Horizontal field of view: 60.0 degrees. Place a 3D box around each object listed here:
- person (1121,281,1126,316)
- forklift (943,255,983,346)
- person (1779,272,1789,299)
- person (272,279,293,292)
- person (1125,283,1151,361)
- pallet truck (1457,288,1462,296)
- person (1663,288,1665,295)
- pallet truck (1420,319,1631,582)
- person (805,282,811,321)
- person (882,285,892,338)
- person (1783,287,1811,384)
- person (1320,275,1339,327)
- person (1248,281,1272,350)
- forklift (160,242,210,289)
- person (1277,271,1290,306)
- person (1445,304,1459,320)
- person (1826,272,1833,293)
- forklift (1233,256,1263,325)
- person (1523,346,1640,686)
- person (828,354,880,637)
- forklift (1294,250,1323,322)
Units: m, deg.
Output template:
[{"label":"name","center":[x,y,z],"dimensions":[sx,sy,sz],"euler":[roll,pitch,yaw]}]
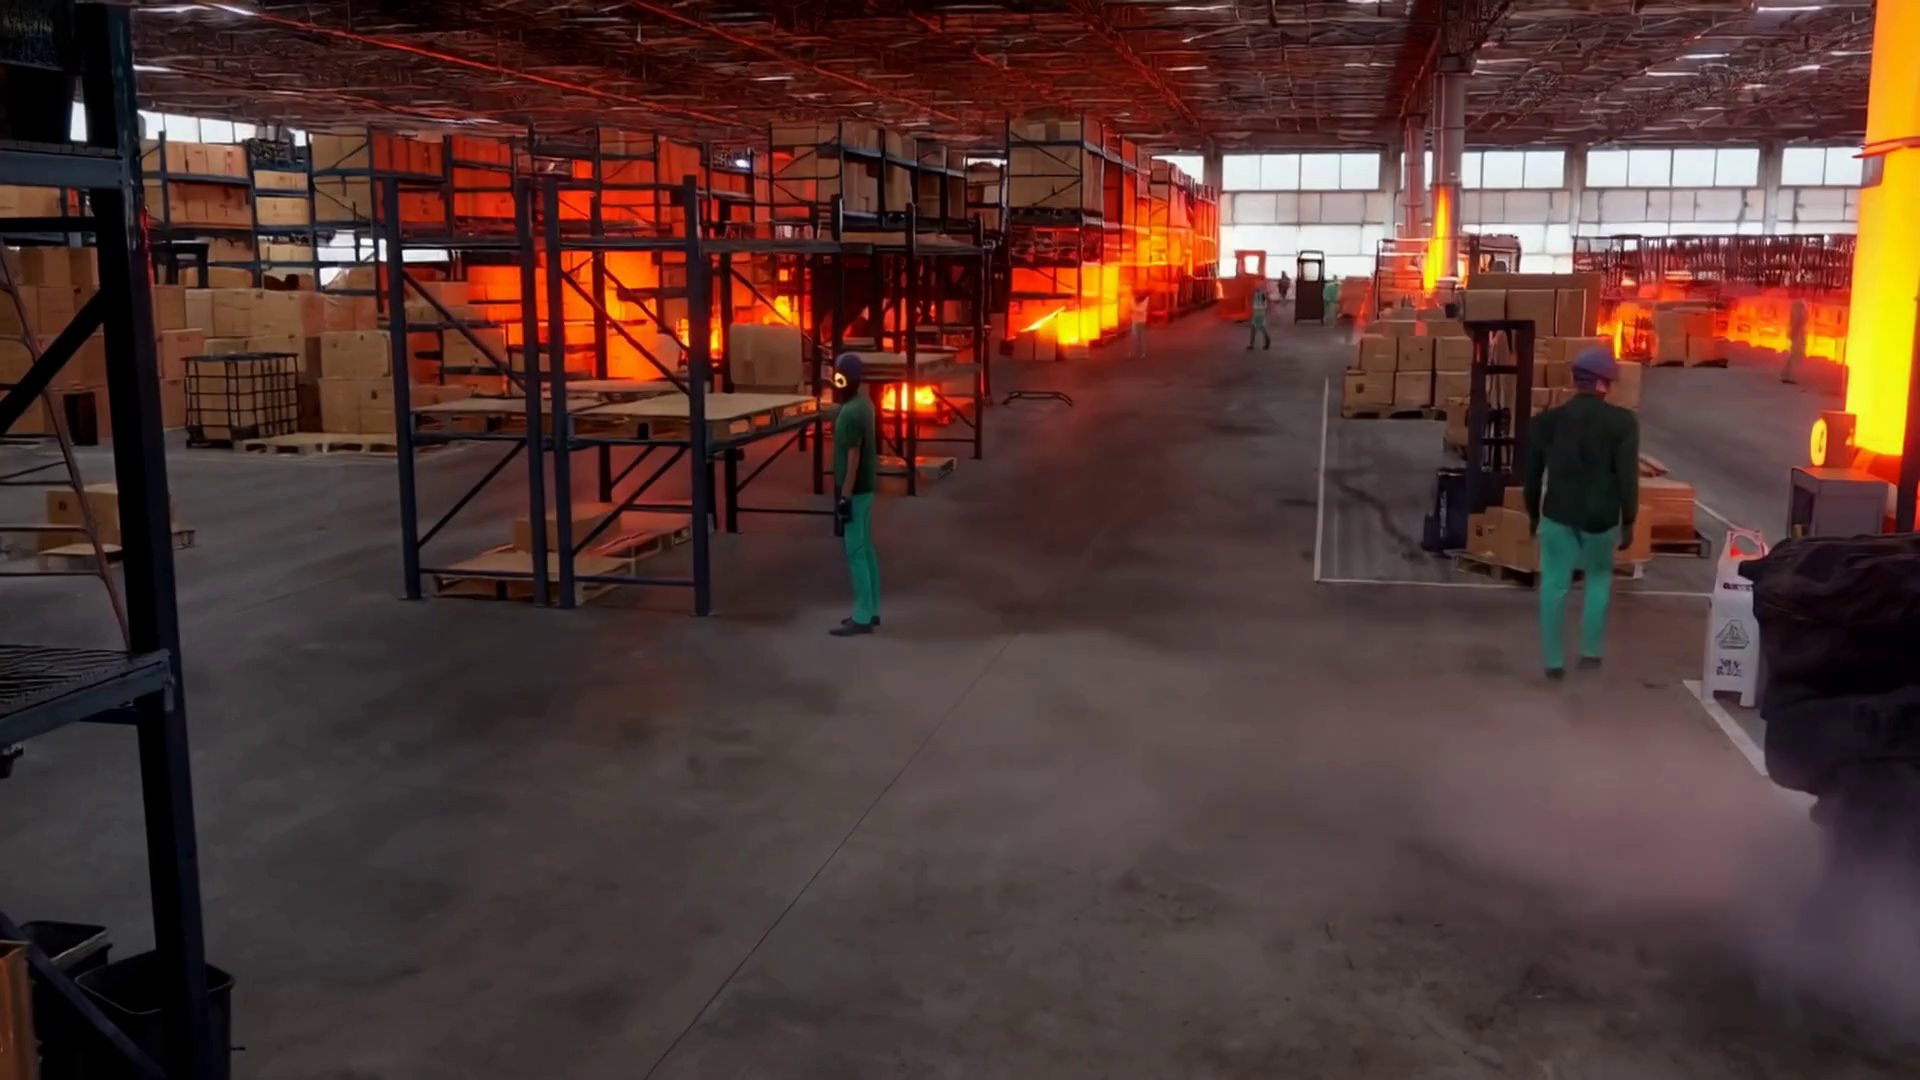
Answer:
[{"label":"person","center":[5.776,-8.388,59.391],"dimensions":[0.368,1.684,0.556],"euler":[-2,10,-13]},{"label":"forklift","center":[0.001,-6.728,46.044],"dimensions":[1.129,2.768,1.873],"euler":[2,10,12]},{"label":"person","center":[35.874,-10.710,72.505],"dimensions":[0.399,1.908,0.643],"euler":[2,10,14]},{"label":"person","center":[-19.774,-6.666,48.602],"dimensions":[0.657,1.893,0.415],"euler":[-2,10,-9]},{"label":"person","center":[4.317,-5.270,40.352],"dimensions":[0.612,1.879,0.889],"euler":[6,11,32]},{"label":"pallet truck","center":[20.506,-9.785,68.819],"dimensions":[0.653,1.274,1.630],"euler":[2,10,12]},{"label":"person","center":[34.293,-12.021,80.601],"dimensions":[0.972,1.791,0.598],"euler":[-1,10,-7]},{"label":"pallet truck","center":[4.543,-0.757,13.299],"dimensions":[0.823,1.965,1.885],"euler":[-4,10,-22]},{"label":"person","center":[-5.790,-9.588,65.893],"dimensions":[0.619,1.892,0.660],"euler":[2,10,13]},{"label":"person","center":[-1.772,-4.719,37.026],"dimensions":[1.043,1.907,0.613],"euler":[6,11,32]},{"label":"person","center":[16.618,-4.038,32.989],"dimensions":[0.490,1.921,0.629],"euler":[6,11,30]},{"label":"person","center":[13.515,-8.724,60.721],"dimensions":[0.853,1.924,0.608],"euler":[-9,13,-44]},{"label":"person","center":[8.260,-6.138,45.542],"dimensions":[0.556,1.885,1.017],"euler":[8,12,38]},{"label":"forklift","center":[-16.063,-4.810,34.690],"dimensions":[1.129,2.768,1.873],"euler":[2,10,12]},{"label":"person","center":[17.178,-13.325,88.149],"dimensions":[0.658,1.863,0.999],"euler":[-5,11,-28]},{"label":"person","center":[9.066,-3.481,30.413],"dimensions":[0.826,1.669,0.534],"euler":[2,10,12]},{"label":"person","center":[46.214,-13.350,88.393],"dimensions":[0.425,1.819,0.627],"euler":[0,10,2]},{"label":"forklift","center":[10.921,-9.512,62.530],"dimensions":[1.129,2.768,1.873],"euler":[2,10,12]},{"label":"person","center":[3.612,-0.142,9.708],"dimensions":[0.647,1.966,0.648],"euler":[4,10,23]},{"label":"person","center":[-0.703,-0.289,10.930],"dimensions":[0.329,1.863,0.513],"euler":[2,10,14]},{"label":"forklift","center":[13.778,-10.002,65.433],"dimensions":[1.129,2.768,1.873],"euler":[2,10,12]}]
